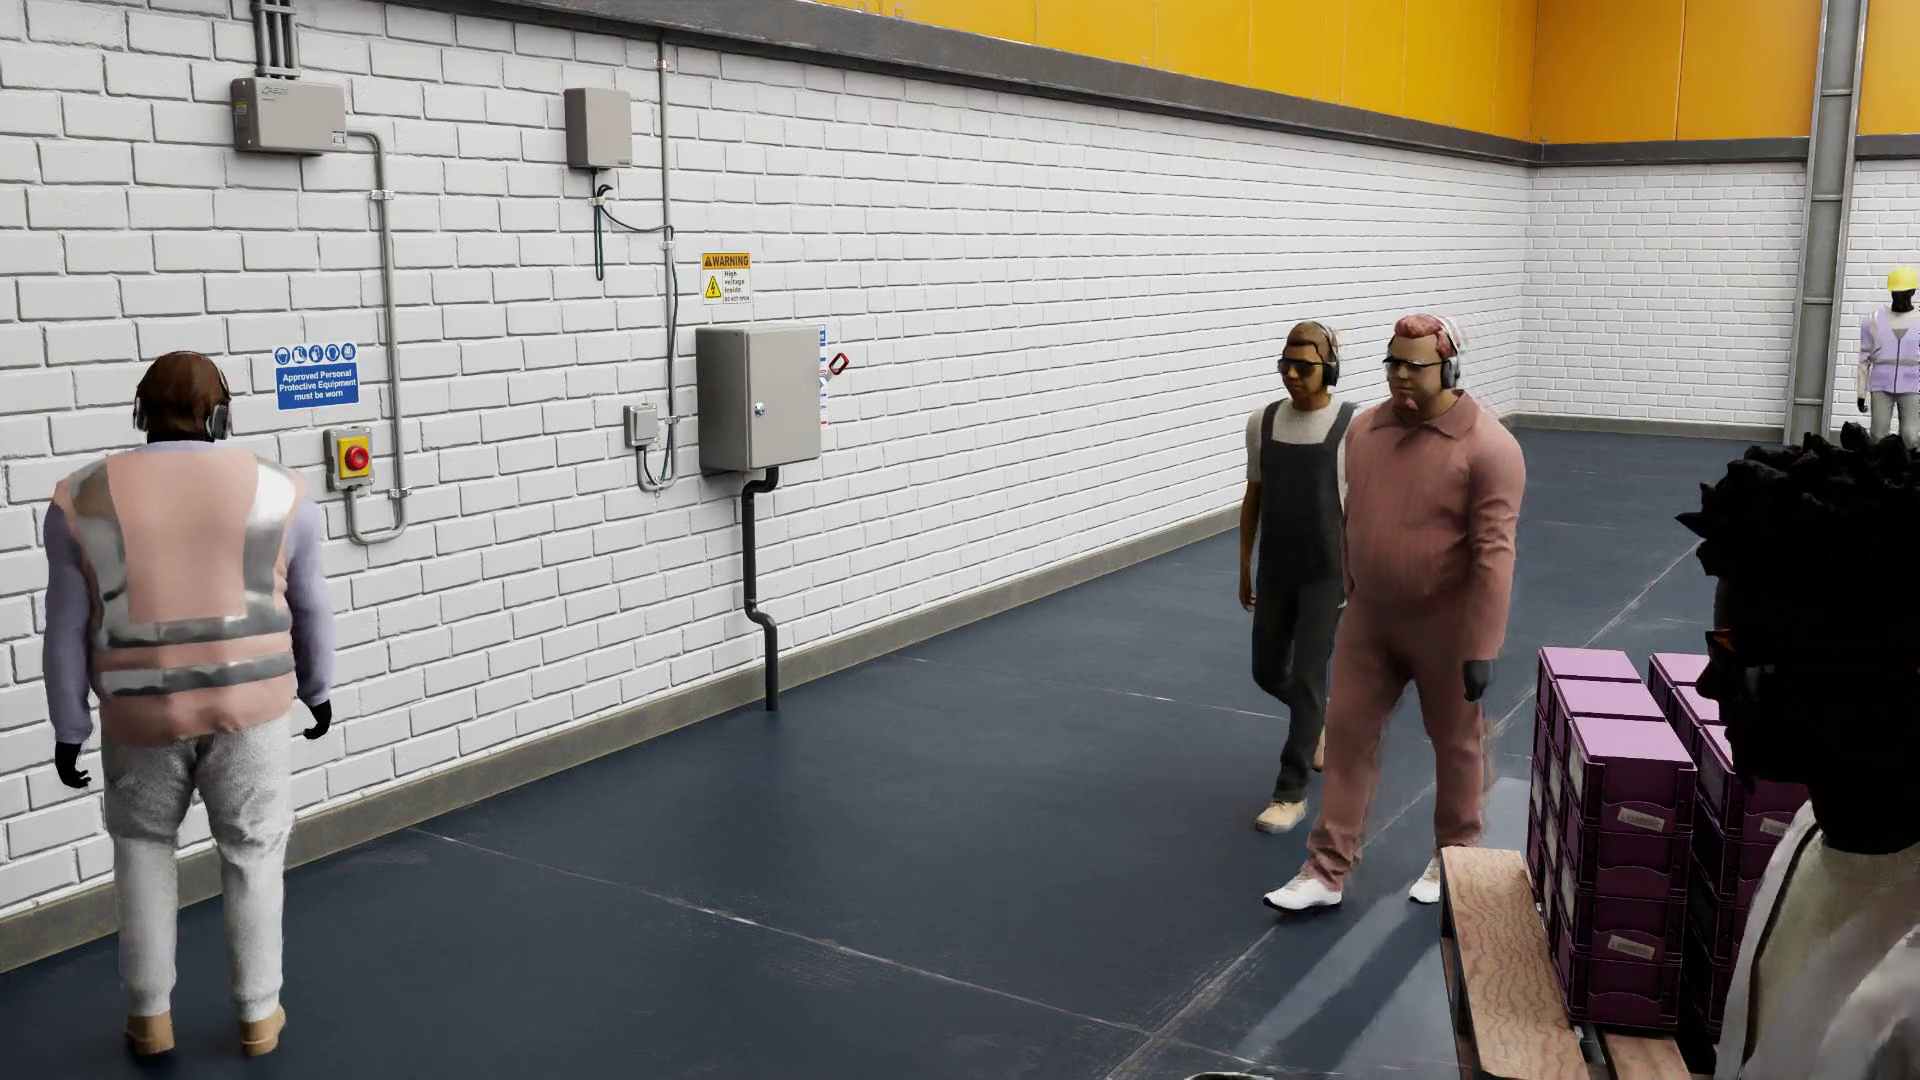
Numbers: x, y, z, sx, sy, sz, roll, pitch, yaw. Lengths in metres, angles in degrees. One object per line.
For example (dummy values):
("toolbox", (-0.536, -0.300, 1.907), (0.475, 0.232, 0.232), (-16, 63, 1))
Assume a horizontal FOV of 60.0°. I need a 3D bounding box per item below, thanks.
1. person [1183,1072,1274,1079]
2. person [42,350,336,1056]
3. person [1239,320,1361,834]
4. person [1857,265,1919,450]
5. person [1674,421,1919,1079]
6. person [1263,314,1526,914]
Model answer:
("person", (0.092, 1.001, 0.825), (0.571, 1.926, 0.662), (-2, 10, -13))
("person", (-1.934, 0.435, 4.245), (0.672, 1.826, 0.471), (-5, 11, -24))
("person", (1.275, 0.109, 6.072), (0.516, 1.824, 0.711), (8, 13, 36))
("person", (7.402, -1.211, 13.144), (0.588, 1.906, 0.562), (7, 12, 34))
("person", (0.891, 0.866, 1.539), (0.552, 1.942, 0.660), (2, 10, 11))
("person", (1.339, 0.260, 5.082), (0.921, 1.868, 0.664), (-9, 13, -40))
